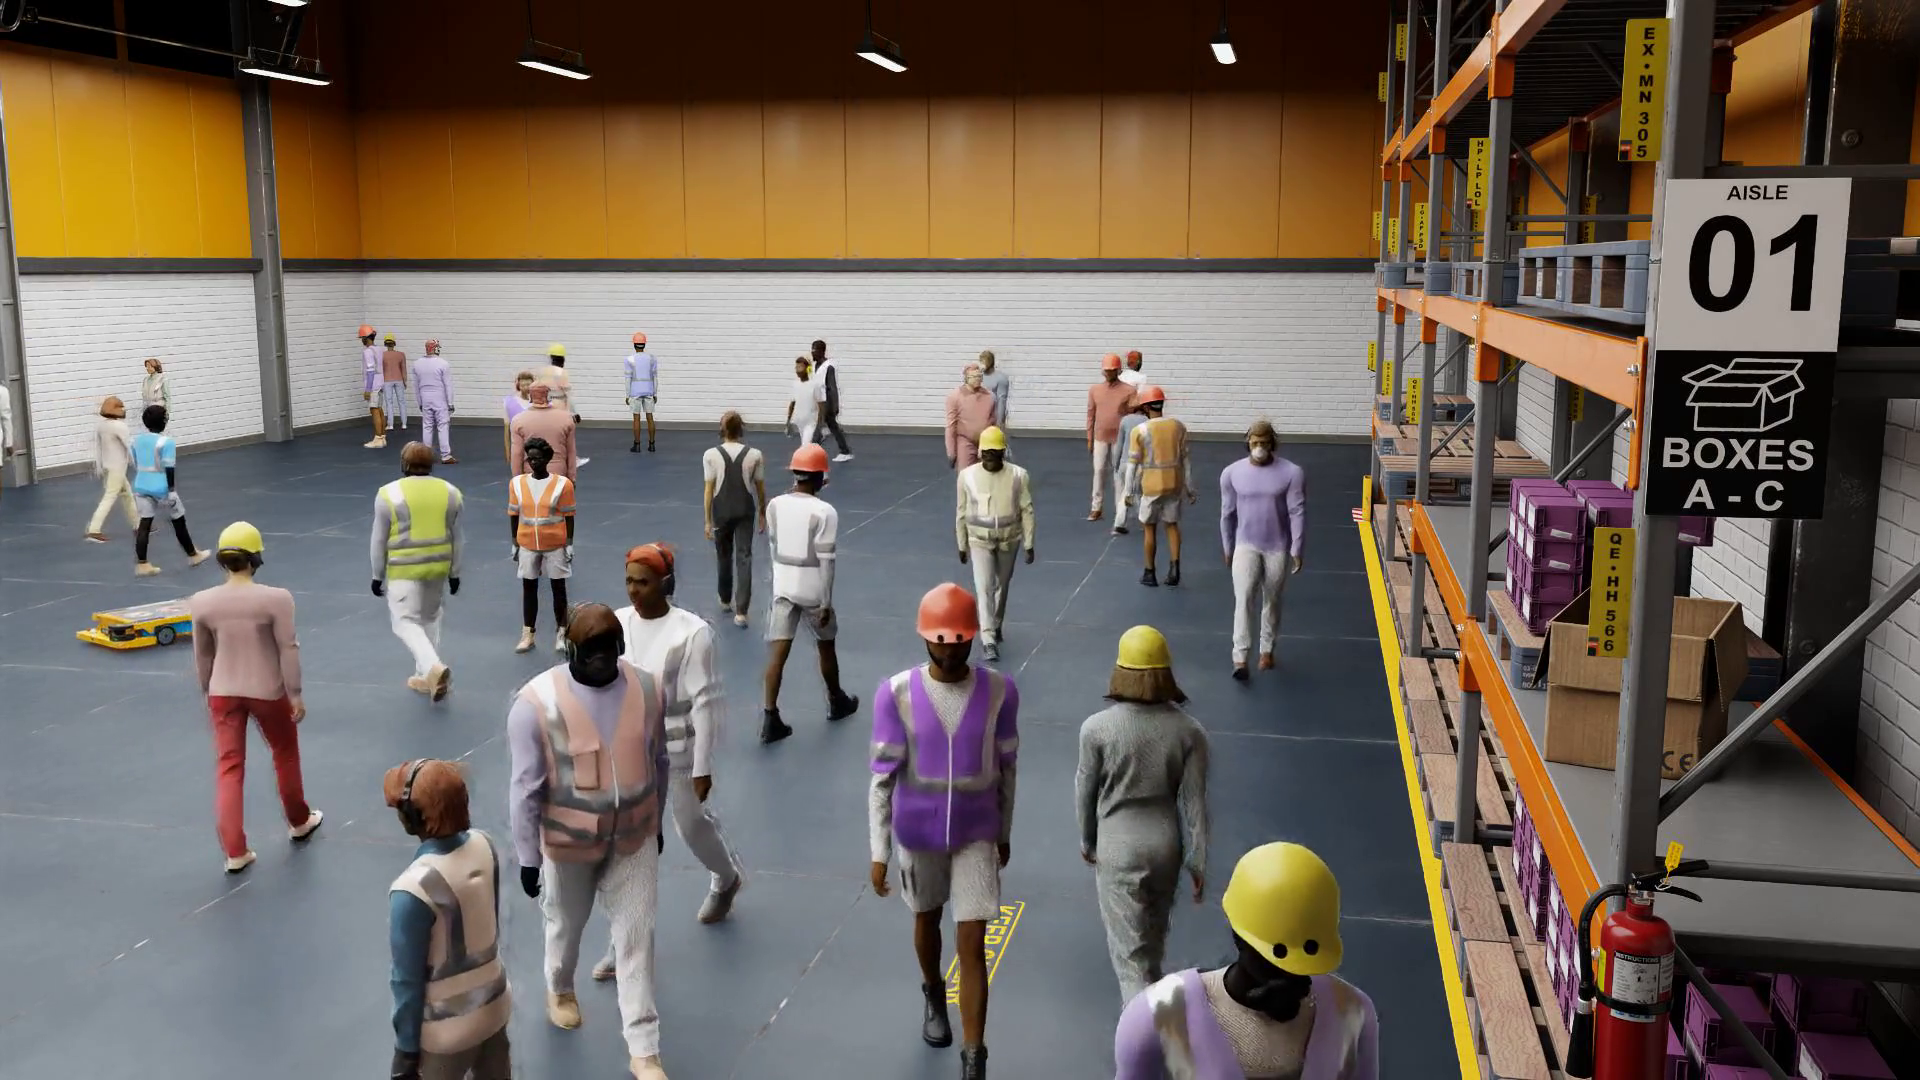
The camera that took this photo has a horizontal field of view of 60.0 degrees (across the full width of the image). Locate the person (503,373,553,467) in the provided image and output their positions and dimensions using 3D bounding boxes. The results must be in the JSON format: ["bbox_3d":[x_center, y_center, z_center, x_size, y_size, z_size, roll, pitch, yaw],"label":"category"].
[{"bbox_3d":[-4.931,-1.025,19.140,0.584,1.791,0.969,-4,10,-21],"label":"person"}]

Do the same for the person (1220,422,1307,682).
[{"bbox_3d":[2.197,0.088,12.142,0.643,1.879,1.053,2,10,13],"label":"person"}]

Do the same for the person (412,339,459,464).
[{"bbox_3d":[-7.951,-2.096,25.248,0.643,1.909,0.410,3,10,16],"label":"person"}]

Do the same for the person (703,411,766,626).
[{"bbox_3d":[-1.917,-0.202,14.187,0.534,1.791,0.985,-2,10,-13],"label":"person"}]

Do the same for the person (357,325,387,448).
[{"bbox_3d":[-9.726,-2.531,27.485,0.392,2.034,0.605,0,9,-3],"label":"person"}]

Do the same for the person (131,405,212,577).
[{"bbox_3d":[-7.801,-0.498,16.335,0.557,1.652,0.836,3,10,20],"label":"person"}]

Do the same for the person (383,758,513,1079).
[{"bbox_3d":[-1.411,1.426,4.923,0.689,1.611,0.514,2,10,9],"label":"person"}]

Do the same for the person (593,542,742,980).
[{"bbox_3d":[-1.280,0.910,7.337,0.587,1.847,0.939,5,11,26],"label":"person"}]

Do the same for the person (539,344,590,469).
[{"bbox_3d":[-5.823,-1.904,24.194,0.603,1.867,1.017,8,13,41],"label":"person"}]

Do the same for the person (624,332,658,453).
[{"bbox_3d":[-5.149,-2.377,26.845,0.545,1.938,0.361,-5,11,-27],"label":"person"}]

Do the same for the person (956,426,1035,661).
[{"bbox_3d":[0.275,-0.004,13.028,0.599,1.787,0.957,-1,9,-5],"label":"person"}]

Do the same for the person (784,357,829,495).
[{"bbox_3d":[-2.032,-1.528,22.101,0.554,1.825,0.990,7,11,35],"label":"person"}]

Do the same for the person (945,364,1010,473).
[{"bbox_3d":[0.218,-1.054,19.057,0.725,1.893,0.553,-5,11,-29],"label":"person"}]

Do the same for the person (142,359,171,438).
[{"bbox_3d":[-11.938,-1.877,24.727,0.511,1.640,0.308,4,10,21],"label":"person"}]

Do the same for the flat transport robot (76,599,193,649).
[{"bbox_3d":[-6.389,0.641,13.670,0.652,0.197,1.431,7,12,35],"label":"flat transport robot"}]

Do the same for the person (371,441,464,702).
[{"bbox_3d":[-3.733,0.224,11.550,0.631,1.819,0.762,-9,13,-43],"label":"person"}]

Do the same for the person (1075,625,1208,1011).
[{"bbox_3d":[0.683,1.172,6.203,0.482,1.703,0.874,-2,10,-11],"label":"person"}]

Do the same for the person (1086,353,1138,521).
[{"bbox_3d":[1.784,-1.209,19.638,0.616,1.993,0.384,3,10,17],"label":"person"}]

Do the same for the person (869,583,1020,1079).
[{"bbox_3d":[-0.056,1.088,6.150,0.564,1.881,0.995,0,9,-3],"label":"person"}]

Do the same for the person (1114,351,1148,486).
[{"bbox_3d":[2.427,-1.677,22.919,0.576,1.837,0.961,8,13,41],"label":"person"}]

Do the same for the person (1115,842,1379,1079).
[{"bbox_3d":[0.621,1.538,3.440,0.607,1.870,0.972,-3,10,-17],"label":"person"}]

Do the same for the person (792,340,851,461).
[{"bbox_3d":[-2.098,-2.107,25.416,0.989,1.873,0.615,-4,10,-24],"label":"person"}]

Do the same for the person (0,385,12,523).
[{"bbox_3d":[-11.445,-1.195,19.516,0.611,2.016,0.776,-2,10,-14],"label":"person"}]

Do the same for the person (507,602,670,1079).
[{"bbox_3d":[-1.408,1.100,6.340,0.639,1.800,0.950,-5,11,-29],"label":"person"}]

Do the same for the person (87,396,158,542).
[{"bbox_3d":[-9.295,-0.784,18.312,0.502,1.590,0.868,7,12,36],"label":"person"}]

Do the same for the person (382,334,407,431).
[{"bbox_3d":[-10.381,-2.882,30.410,0.528,1.764,0.328,-7,12,-35],"label":"person"}]

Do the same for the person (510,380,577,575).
[{"bbox_3d":[-4.081,-0.608,16.287,0.651,1.904,0.403,-5,11,-29],"label":"person"}]

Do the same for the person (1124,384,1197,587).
[{"bbox_3d":[1.874,-0.478,15.452,0.655,1.917,0.738,-2,10,-14],"label":"person"}]

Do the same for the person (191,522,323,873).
[{"bbox_3d":[-3.592,0.766,8.511,0.561,1.735,0.818,0,9,-3],"label":"person"}]

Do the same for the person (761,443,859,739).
[{"bbox_3d":[-1.009,0.318,10.783,0.563,1.891,0.989,5,10,25],"label":"person"}]

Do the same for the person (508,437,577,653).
[{"bbox_3d":[-3.259,0.041,13.000,0.536,1.697,0.322,0,9,2],"label":"person"}]

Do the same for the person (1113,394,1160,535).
[{"bbox_3d":[2.004,-0.861,18.752,0.840,1.578,0.513,-8,12,-40],"label":"person"}]

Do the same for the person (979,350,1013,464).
[{"bbox_3d":[0.399,-1.592,22.315,0.637,1.889,1.027,8,12,40],"label":"person"}]
